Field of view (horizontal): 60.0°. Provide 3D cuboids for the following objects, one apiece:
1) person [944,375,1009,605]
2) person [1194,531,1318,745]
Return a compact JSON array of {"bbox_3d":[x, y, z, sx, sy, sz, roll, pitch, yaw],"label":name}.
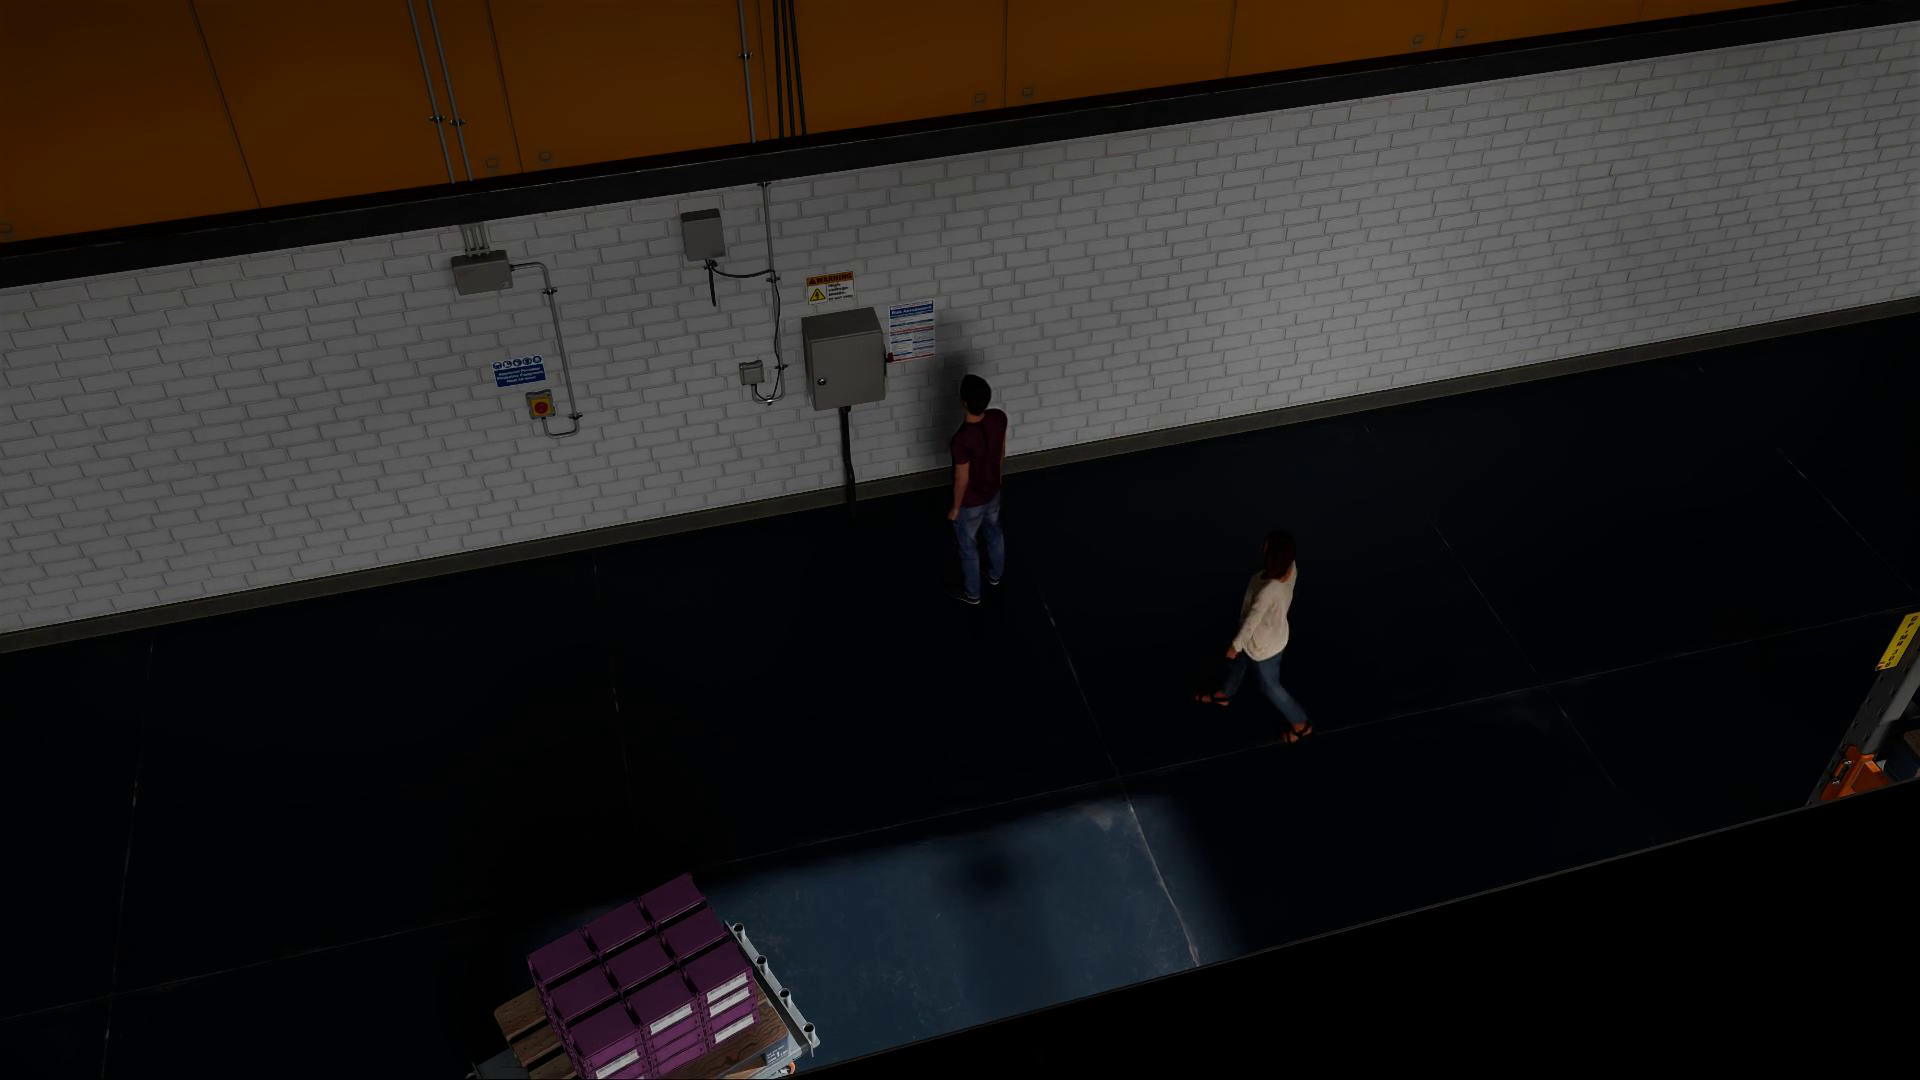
[{"bbox_3d":[0.114,-0.333,11.092,0.746,1.854,0.738,32,52,29],"label":"person"},{"bbox_3d":[1.948,0.642,10.220,1.073,1.647,1.067,17,46,17],"label":"person"}]
